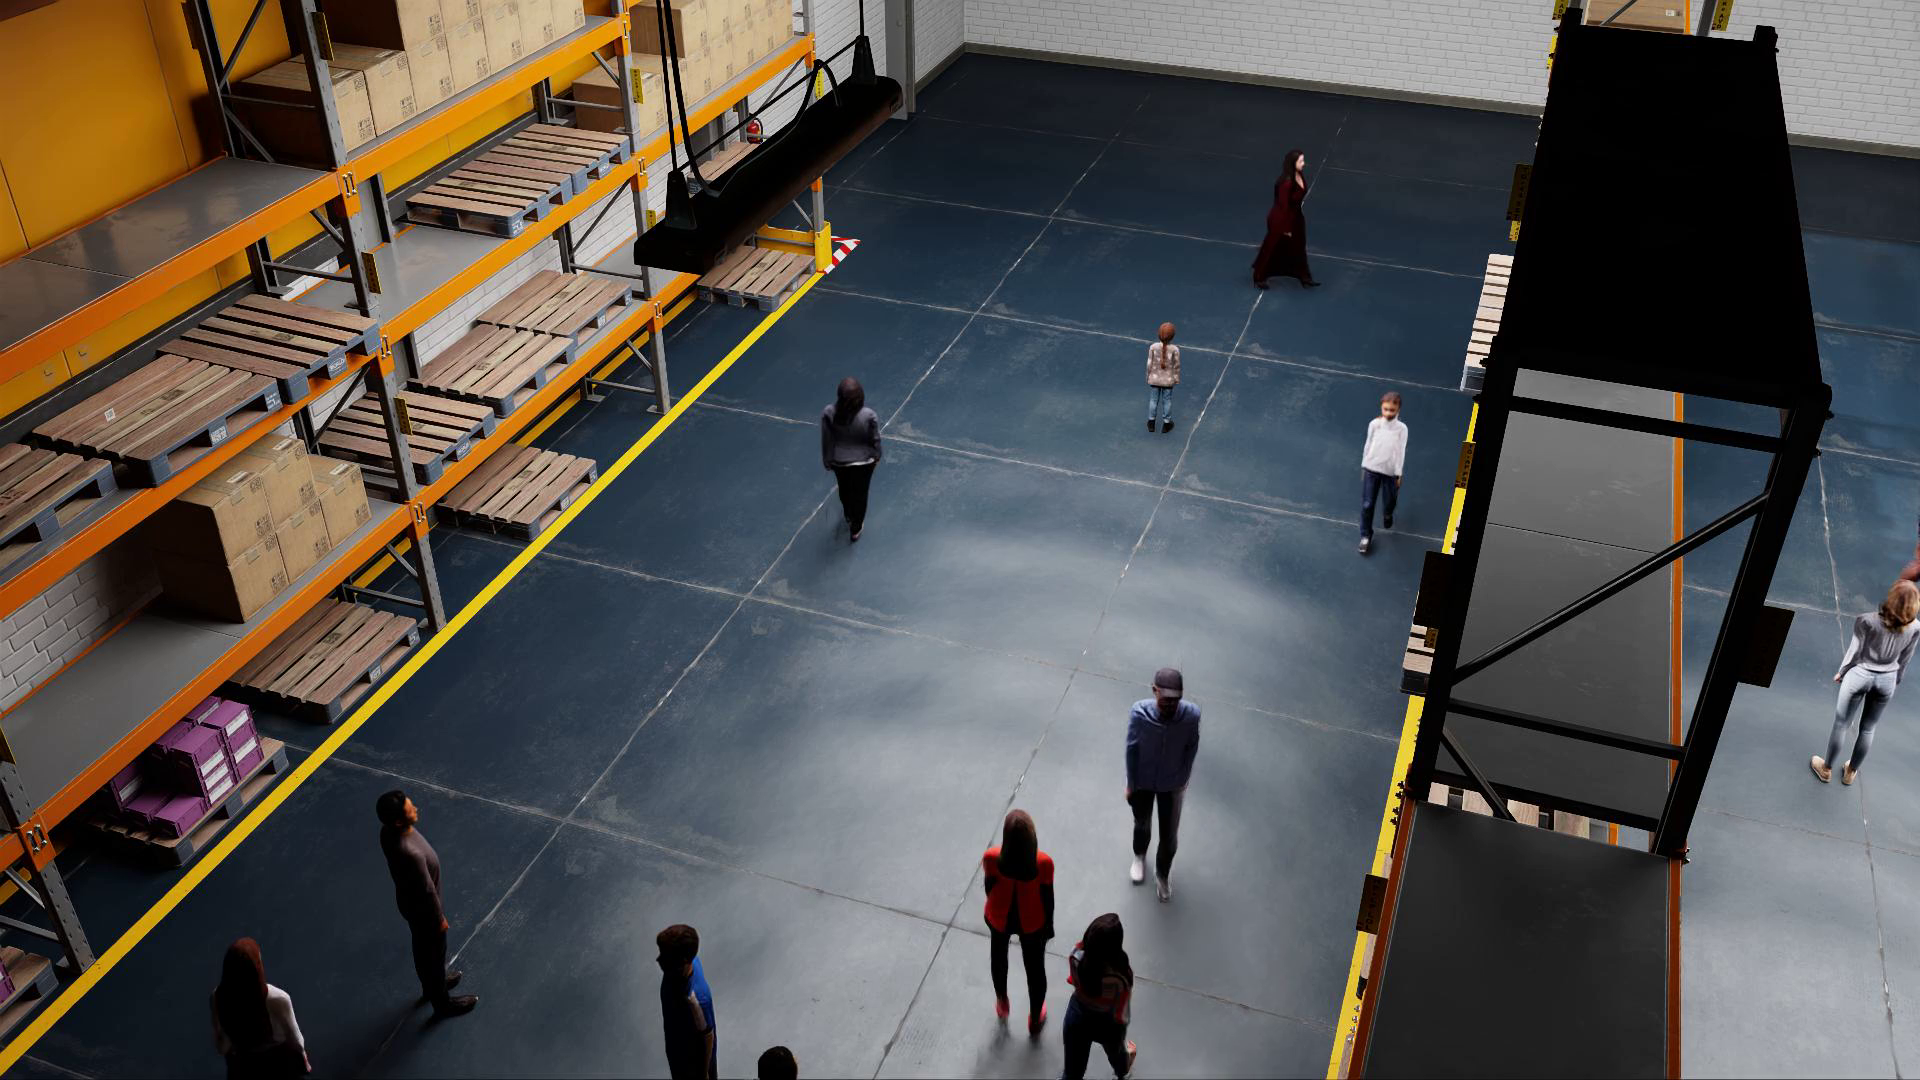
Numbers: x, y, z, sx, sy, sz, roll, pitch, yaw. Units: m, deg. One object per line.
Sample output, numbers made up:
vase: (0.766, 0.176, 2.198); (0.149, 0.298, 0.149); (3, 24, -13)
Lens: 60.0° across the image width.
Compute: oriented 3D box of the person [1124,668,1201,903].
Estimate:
person: (1.335, 1.547, 11.268); (0.718, 1.866, 0.776); (6, 34, 8)

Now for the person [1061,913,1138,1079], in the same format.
person: (0.731, 2.843, 9.584); (0.667, 1.571, 1.026); (15, 36, 21)

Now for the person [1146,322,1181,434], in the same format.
person: (2.025, -1.630, 16.655); (0.509, 1.194, 0.482); (8, 34, 11)

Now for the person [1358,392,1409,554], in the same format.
person: (3.797, -0.654, 14.866); (0.536, 1.548, 0.809); (13, 36, 18)

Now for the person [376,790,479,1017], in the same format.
person: (-3.355, 2.240, 10.314); (0.725, 1.767, 0.712); (15, 36, 21)

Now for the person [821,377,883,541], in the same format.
person: (-0.982, -0.701, 14.908); (0.761, 1.579, 0.843); (5, 34, 7)

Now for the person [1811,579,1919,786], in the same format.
person: (6.618, 1.033, 12.105); (0.608, 1.795, 0.543); (8, 34, 11)

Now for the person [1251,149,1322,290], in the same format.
person: (3.674, -3.696, 19.284); (0.834, 1.724, 1.030); (16, 37, 23)

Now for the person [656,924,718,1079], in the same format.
person: (-1.498, 2.838, 9.326); (0.783, 1.866, 0.742); (-18, 38, -25)

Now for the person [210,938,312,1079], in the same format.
person: (-3.860, 2.977, 9.231); (0.799, 1.740, 0.923); (1, 34, 2)

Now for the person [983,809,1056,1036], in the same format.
person: (0.324, 2.382, 10.184); (0.667, 1.675, 0.701); (8, 34, 12)
